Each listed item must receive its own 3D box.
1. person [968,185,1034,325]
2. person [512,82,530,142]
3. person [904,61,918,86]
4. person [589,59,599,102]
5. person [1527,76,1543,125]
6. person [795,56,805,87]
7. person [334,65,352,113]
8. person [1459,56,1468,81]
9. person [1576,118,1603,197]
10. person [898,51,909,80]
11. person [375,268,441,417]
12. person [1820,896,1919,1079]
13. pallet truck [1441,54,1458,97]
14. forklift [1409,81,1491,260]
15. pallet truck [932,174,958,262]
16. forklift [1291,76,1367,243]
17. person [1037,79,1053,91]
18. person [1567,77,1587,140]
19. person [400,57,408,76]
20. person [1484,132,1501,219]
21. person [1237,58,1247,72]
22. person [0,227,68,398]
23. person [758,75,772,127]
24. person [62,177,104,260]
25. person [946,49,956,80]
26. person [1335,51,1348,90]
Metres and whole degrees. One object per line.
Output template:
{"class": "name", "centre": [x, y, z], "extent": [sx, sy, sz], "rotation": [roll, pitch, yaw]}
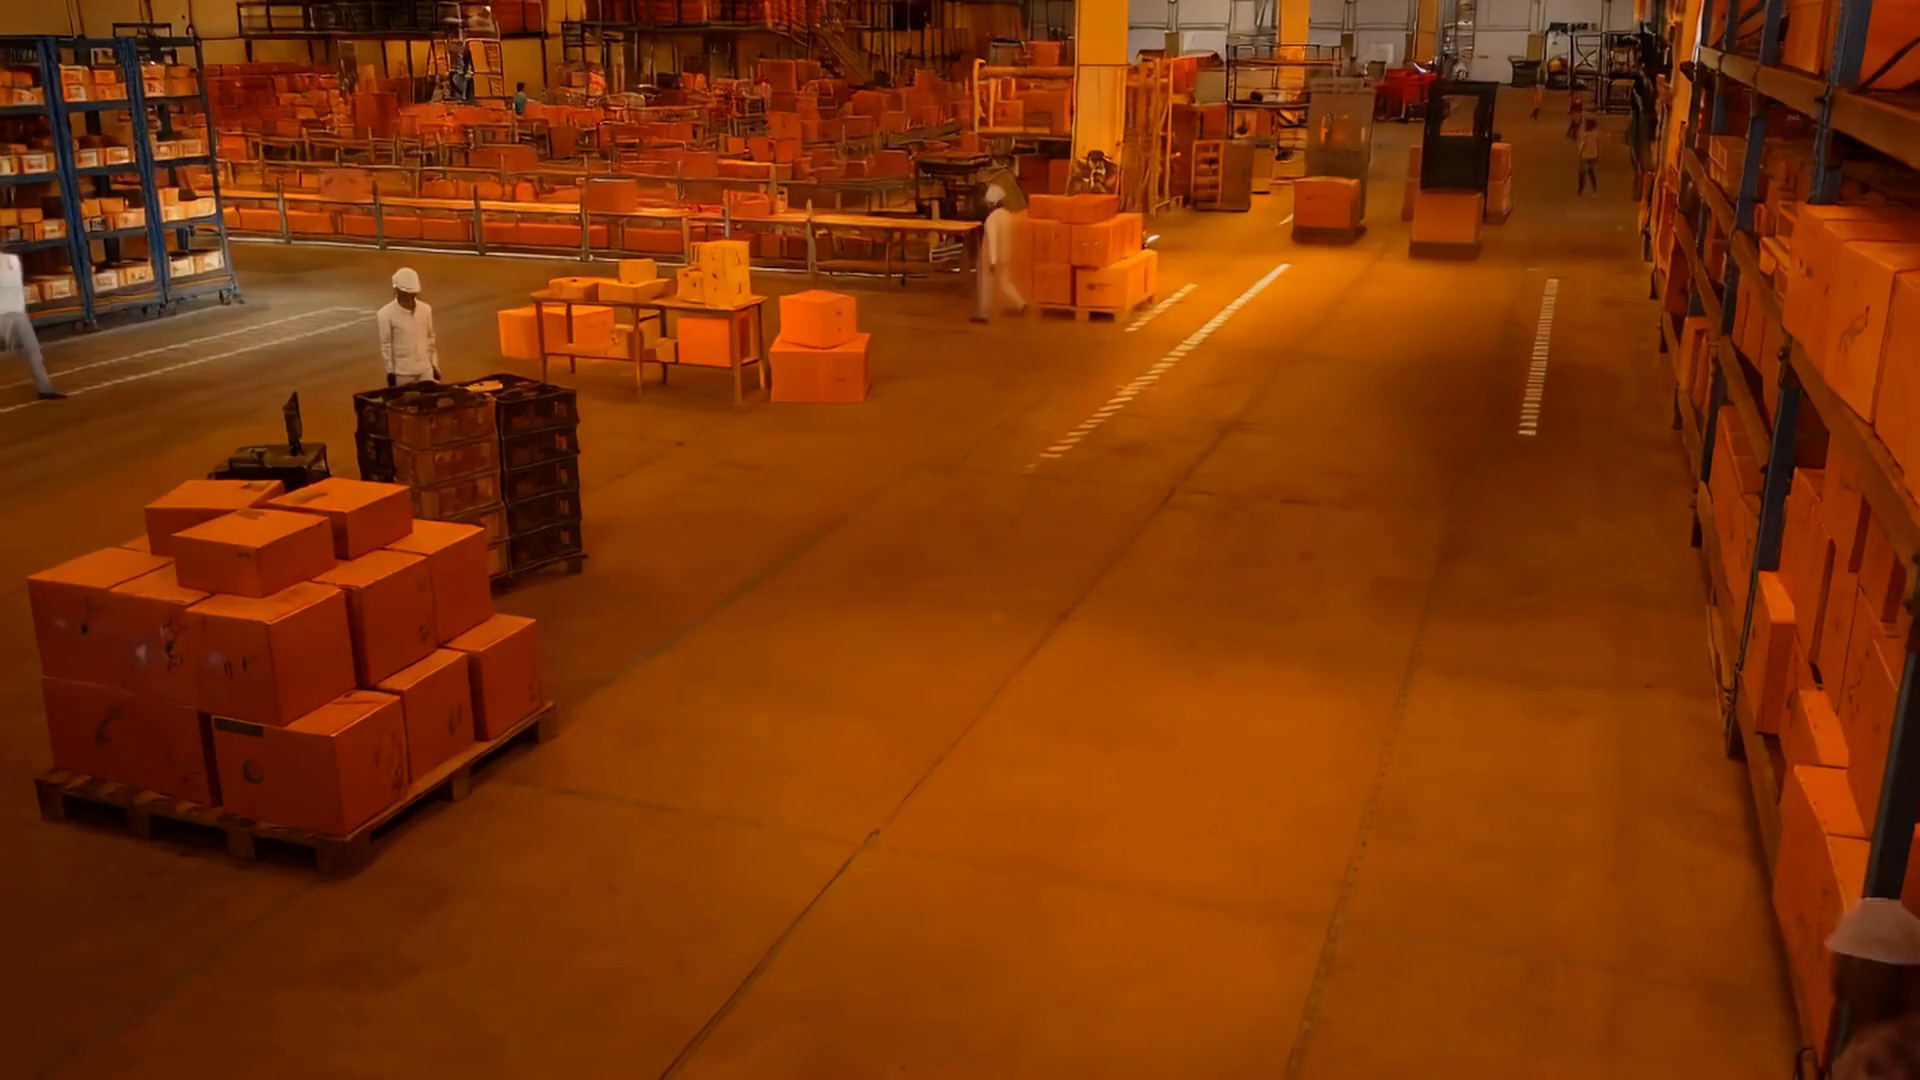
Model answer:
{"class": "person", "centre": [0.526, -3.637, 21.329], "extent": [0.818, 1.809, 0.596], "rotation": [9, 20, 27]}
{"class": "person", "centre": [-13.196, -12.809, 50.044], "extent": [0.535, 1.868, 0.309], "rotation": [-2, 18, -8]}
{"class": "person", "centre": [-1.958, -17.817, 65.502], "extent": [0.535, 2.000, 0.674], "rotation": [6, 19, 19]}
{"class": "person", "centre": [-16.103, -20.034, 72.673], "extent": [0.782, 1.920, 0.542], "rotation": [3, 18, 9]}
{"class": "person", "centre": [20.624, -15.748, 59.585], "extent": [0.493, 1.683, 0.540], "rotation": [15, 23, 39]}
{"class": "person", "centre": [-7.065, -20.569, 74.208], "extent": [0.970, 1.997, 0.632], "rotation": [-9, 20, -25]}
{"class": "person", "centre": [-24.600, -17.996, 66.338], "extent": [0.620, 1.867, 0.416], "rotation": [-3, 18, -10]}
{"class": "person", "centre": [24.065, -22.201, 79.572], "extent": [0.405, 1.856, 0.556], "rotation": [-1, 18, -4]}
{"class": "person", "centre": [13.711, -8.318, 36.221], "extent": [0.540, 1.681, 0.462], "rotation": [-3, 18, -10]}
{"class": "person", "centre": [-3.335, -28.075, 98.373], "extent": [0.729, 1.656, 0.540], "rotation": [2, 18, 6]}
{"class": "person", "centre": [-4.906, -1.562, 14.894], "extent": [0.328, 1.750, 0.560], "rotation": [13, 22, 35]}
{"class": "person", "centre": [2.400, 1.769, 4.503], "extent": [0.592, 1.698, 0.730], "rotation": [-16, 24, -41]}
{"class": "pallet truck", "centre": [22.765, -21.886, 78.355], "extent": [0.823, 1.965, 1.885], "rotation": [-4, 18, -14]}
{"class": "forklift", "centre": [8.128, -6.119, 27.382], "extent": [1.129, 2.768, 1.873], "rotation": [6, 19, 19]}
{"class": "pallet truck", "centre": [-0.507, -5.292, 27.348], "extent": [0.653, 1.274, 1.630], "rotation": [6, 19, 19]}
{"class": "forklift", "centre": [6.598, -6.755, 29.381], "extent": [1.129, 2.768, 1.873], "rotation": [6, 19, 19]}
{"class": "person", "centre": [3.289, -17.632, 65.173], "extent": [1.007, 1.882, 0.653], "rotation": [17, 24, 42]}
{"class": "person", "centre": [19.390, -13.520, 52.189], "extent": [0.399, 1.921, 0.554], "rotation": [-15, 23, -38]}
{"class": "person", "centre": [-25.425, -21.063, 75.938], "extent": [0.575, 1.898, 0.792], "rotation": [-7, 19, -20]}
{"class": "person", "centre": [10.284, -7.100, 32.426], "extent": [0.554, 1.662, 0.781], "rotation": [15, 23, 38]}
{"class": "person", "centre": [14.803, -24.645, 87.279], "extent": [0.624, 1.844, 0.430], "rotation": [-9, 20, -27]}
{"class": "person", "centre": [-9.924, -2.338, 17.248], "extent": [0.929, 1.810, 0.581], "rotation": [1, 18, 4]}
{"class": "person", "centre": [-6.871, -15.431, 58.478], "extent": [0.527, 1.741, 0.519], "rotation": [13, 22, 36]}
{"class": "person", "centre": [-12.908, -4.653, 24.377], "extent": [0.471, 1.890, 0.678], "rotation": [5, 18, 16]}
{"class": "person", "centre": [-0.516, -26.359, 92.561], "extent": [0.551, 1.911, 0.826], "rotation": [-3, 18, -9]}
{"class": "person", "centre": [19.479, -23.910, 84.808], "extent": [0.626, 1.944, 1.029], "rotation": [-14, 22, -37]}
